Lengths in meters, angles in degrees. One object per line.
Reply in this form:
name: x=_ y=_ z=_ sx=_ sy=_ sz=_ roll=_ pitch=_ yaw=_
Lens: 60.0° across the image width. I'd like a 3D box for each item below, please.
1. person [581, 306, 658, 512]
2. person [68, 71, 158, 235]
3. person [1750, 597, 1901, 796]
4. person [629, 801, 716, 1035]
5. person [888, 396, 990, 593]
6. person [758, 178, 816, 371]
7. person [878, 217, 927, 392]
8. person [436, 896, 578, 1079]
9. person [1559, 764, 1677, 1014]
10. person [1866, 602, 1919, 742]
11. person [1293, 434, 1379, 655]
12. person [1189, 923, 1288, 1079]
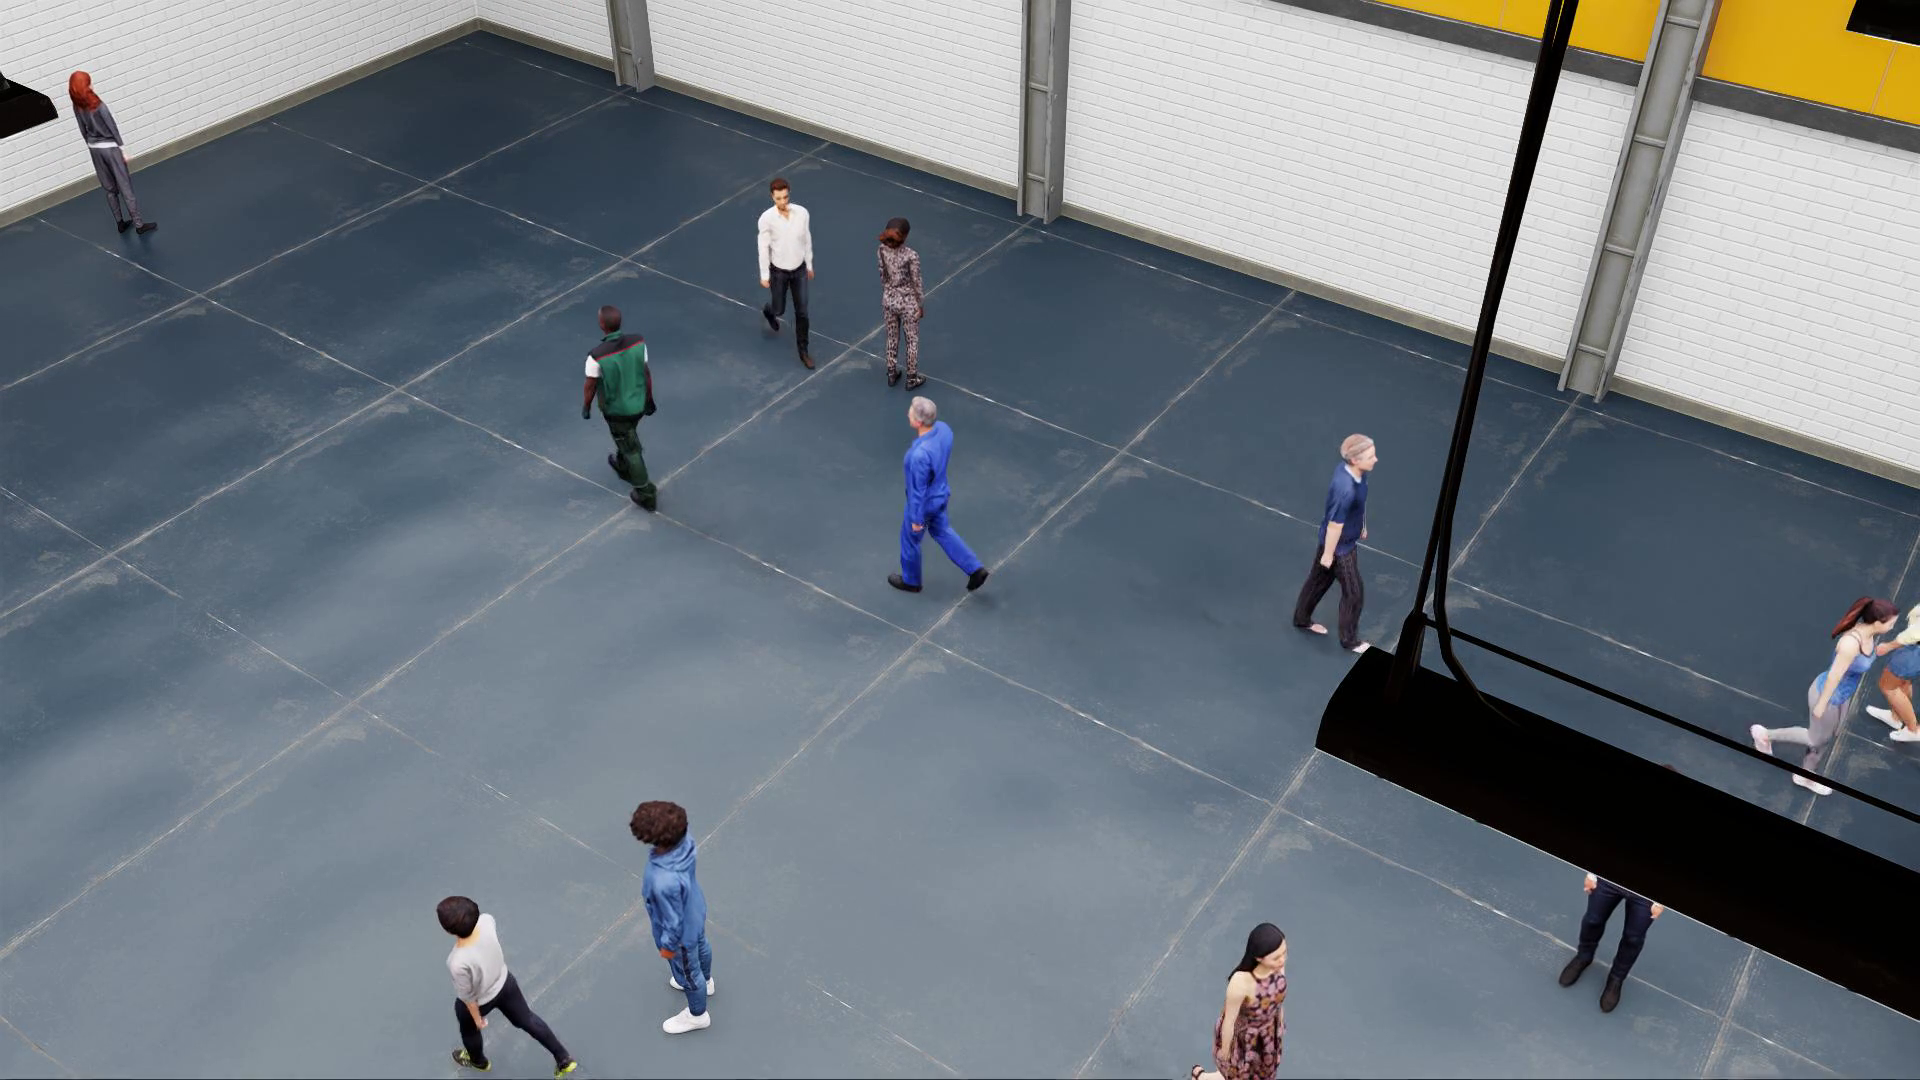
person: x=-2.676 y=-1.023 z=13.497 sx=1.082 sy=1.803 sz=0.810 roll=30 pitch=48 yaw=32
person: x=-8.858 y=-4.020 z=17.269 sx=0.548 sy=1.779 sz=0.700 roll=10 pitch=40 yaw=12
person: x=5.766 y=1.007 z=11.133 sx=0.679 sy=1.582 sz=0.890 roll=-30 pitch=47 yaw=-32
person: x=-1.610 y=2.141 z=9.535 sx=0.763 sy=1.803 sz=0.758 roll=1 pitch=39 yaw=2
person: x=-0.168 y=-0.286 z=12.573 sx=1.080 sy=1.805 sz=0.813 roll=17 pitch=42 yaw=20
person: x=-1.630 y=-2.512 z=15.329 sx=0.995 sy=1.844 sz=1.180 roll=-19 pitch=42 yaw=-22
person: x=-0.532 y=-2.130 z=14.954 sx=0.532 sy=1.714 sz=0.655 roll=19 pitch=42 yaw=22
person: x=-2.571 y=2.529 z=9.270 sx=1.067 sy=1.527 sz=0.676 roll=15 pitch=41 yaw=18
person: x=3.917 y=1.969 z=9.703 sx=0.520 sy=1.862 sz=0.660 roll=23 pitch=44 yaw=26
person: x=6.618 y=0.793 z=11.375 sx=0.740 sy=1.614 sz=0.826 roll=-25 pitch=45 yaw=-28
person: x=2.688 y=-0.007 z=12.187 sx=0.982 sy=1.850 sz=0.817 roll=13 pitch=40 yaw=16
person: x=1.490 y=2.618 z=8.970 sx=0.807 sy=1.763 sz=0.687 roll=30 pitch=47 yaw=32
